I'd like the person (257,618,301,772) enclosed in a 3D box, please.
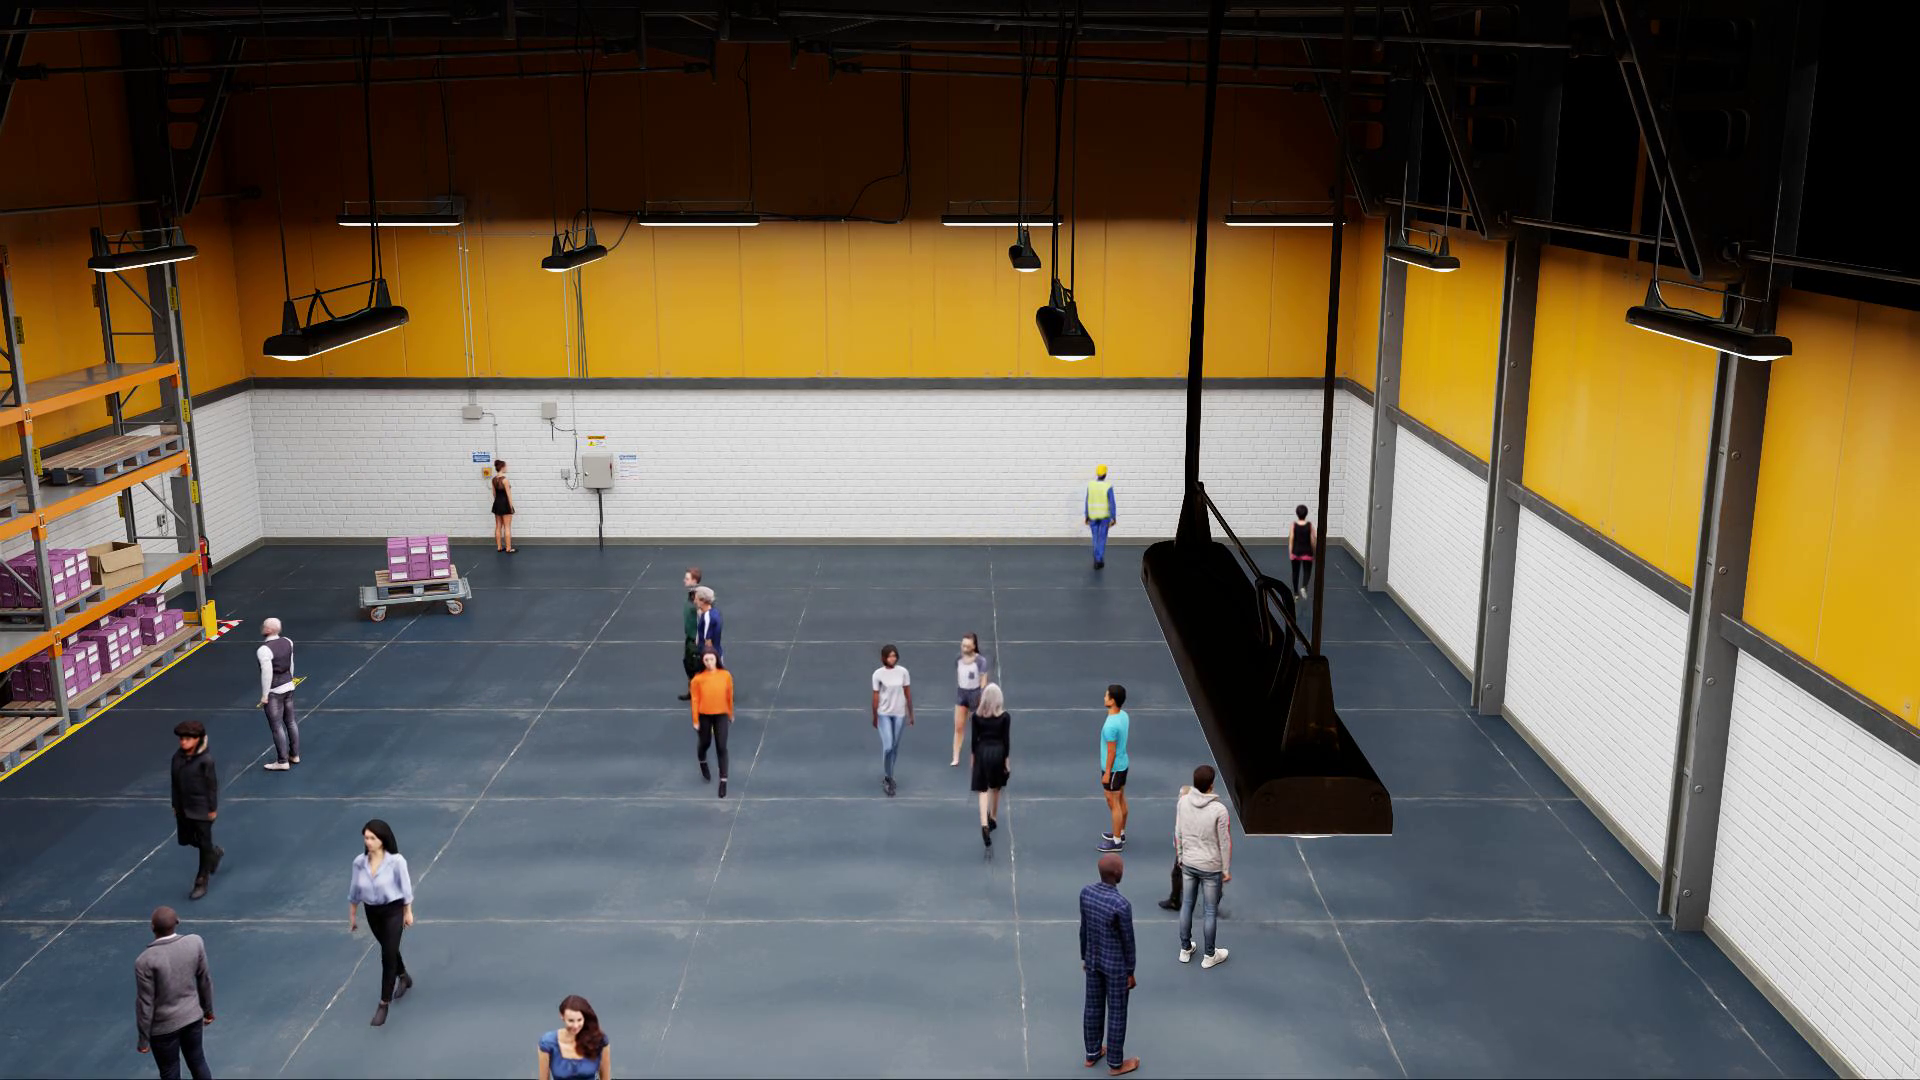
[{"bbox_3d":[-7.983,1.786,19.464,0.805,1.822,0.626,3,14,14],"label":"person"}]

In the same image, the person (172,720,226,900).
[{"bbox_3d":[-7.459,2.582,16.297,0.736,1.767,0.960,3,14,11],"label":"person"}]

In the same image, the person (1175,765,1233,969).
[{"bbox_3d":[2.145,2.890,14.841,0.760,1.852,0.769,9,16,32],"label":"person"}]

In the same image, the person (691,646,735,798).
[{"bbox_3d":[-2.819,2.003,18.826,0.849,1.702,1.212,-5,14,-19],"label":"person"}]

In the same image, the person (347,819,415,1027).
[{"bbox_3d":[-4.819,3.156,14.064,0.769,1.703,1.129,2,14,7],"label":"person"}]

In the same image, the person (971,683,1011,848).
[{"bbox_3d":[0.309,2.365,17.306,0.647,1.713,1.114,1,14,5],"label":"person"}]

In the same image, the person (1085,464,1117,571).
[{"bbox_3d":[2.359,-0.382,28.472,0.843,1.798,0.923,6,15,22],"label":"person"}]

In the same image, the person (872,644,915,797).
[{"bbox_3d":[-0.802,1.988,18.885,0.768,1.704,0.909,-6,15,-24],"label":"person"}]

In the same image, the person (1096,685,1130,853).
[{"bbox_3d":[1.617,2.351,17.231,0.741,1.776,0.592,5,15,20],"label":"person"}]

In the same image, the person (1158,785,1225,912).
[{"bbox_3d":[2.218,2.955,15.819,0.788,1.266,0.843,7,15,26],"label":"person"}]

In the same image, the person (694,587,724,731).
[{"bbox_3d":[-3.112,1.460,20.803,0.702,1.827,0.513,-1,14,-3],"label":"person"}]

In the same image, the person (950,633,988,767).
[{"bbox_3d":[0.175,1.858,19.623,0.939,1.609,1.132,9,16,33],"label":"person"}]

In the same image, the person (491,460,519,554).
[{"bbox_3d":[-8.152,-0.604,29.632,0.674,1.683,0.708,8,16,31],"label":"person"}]

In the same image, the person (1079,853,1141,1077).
[{"bbox_3d":[1.165,3.325,13.115,0.764,1.820,0.809,11,18,39],"label":"person"}]

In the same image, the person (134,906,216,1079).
[{"bbox_3d":[-5.760,3.543,12.222,0.868,1.817,0.774,11,17,38],"label":"person"}]

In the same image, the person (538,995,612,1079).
[{"bbox_3d":[-2.557,3.834,11.065,0.779,1.795,0.925,-3,14,-11],"label":"person"}]

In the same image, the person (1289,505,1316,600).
[{"bbox_3d":[5.456,0.218,26.545,0.653,1.539,0.775,3,14,14],"label":"person"}]
